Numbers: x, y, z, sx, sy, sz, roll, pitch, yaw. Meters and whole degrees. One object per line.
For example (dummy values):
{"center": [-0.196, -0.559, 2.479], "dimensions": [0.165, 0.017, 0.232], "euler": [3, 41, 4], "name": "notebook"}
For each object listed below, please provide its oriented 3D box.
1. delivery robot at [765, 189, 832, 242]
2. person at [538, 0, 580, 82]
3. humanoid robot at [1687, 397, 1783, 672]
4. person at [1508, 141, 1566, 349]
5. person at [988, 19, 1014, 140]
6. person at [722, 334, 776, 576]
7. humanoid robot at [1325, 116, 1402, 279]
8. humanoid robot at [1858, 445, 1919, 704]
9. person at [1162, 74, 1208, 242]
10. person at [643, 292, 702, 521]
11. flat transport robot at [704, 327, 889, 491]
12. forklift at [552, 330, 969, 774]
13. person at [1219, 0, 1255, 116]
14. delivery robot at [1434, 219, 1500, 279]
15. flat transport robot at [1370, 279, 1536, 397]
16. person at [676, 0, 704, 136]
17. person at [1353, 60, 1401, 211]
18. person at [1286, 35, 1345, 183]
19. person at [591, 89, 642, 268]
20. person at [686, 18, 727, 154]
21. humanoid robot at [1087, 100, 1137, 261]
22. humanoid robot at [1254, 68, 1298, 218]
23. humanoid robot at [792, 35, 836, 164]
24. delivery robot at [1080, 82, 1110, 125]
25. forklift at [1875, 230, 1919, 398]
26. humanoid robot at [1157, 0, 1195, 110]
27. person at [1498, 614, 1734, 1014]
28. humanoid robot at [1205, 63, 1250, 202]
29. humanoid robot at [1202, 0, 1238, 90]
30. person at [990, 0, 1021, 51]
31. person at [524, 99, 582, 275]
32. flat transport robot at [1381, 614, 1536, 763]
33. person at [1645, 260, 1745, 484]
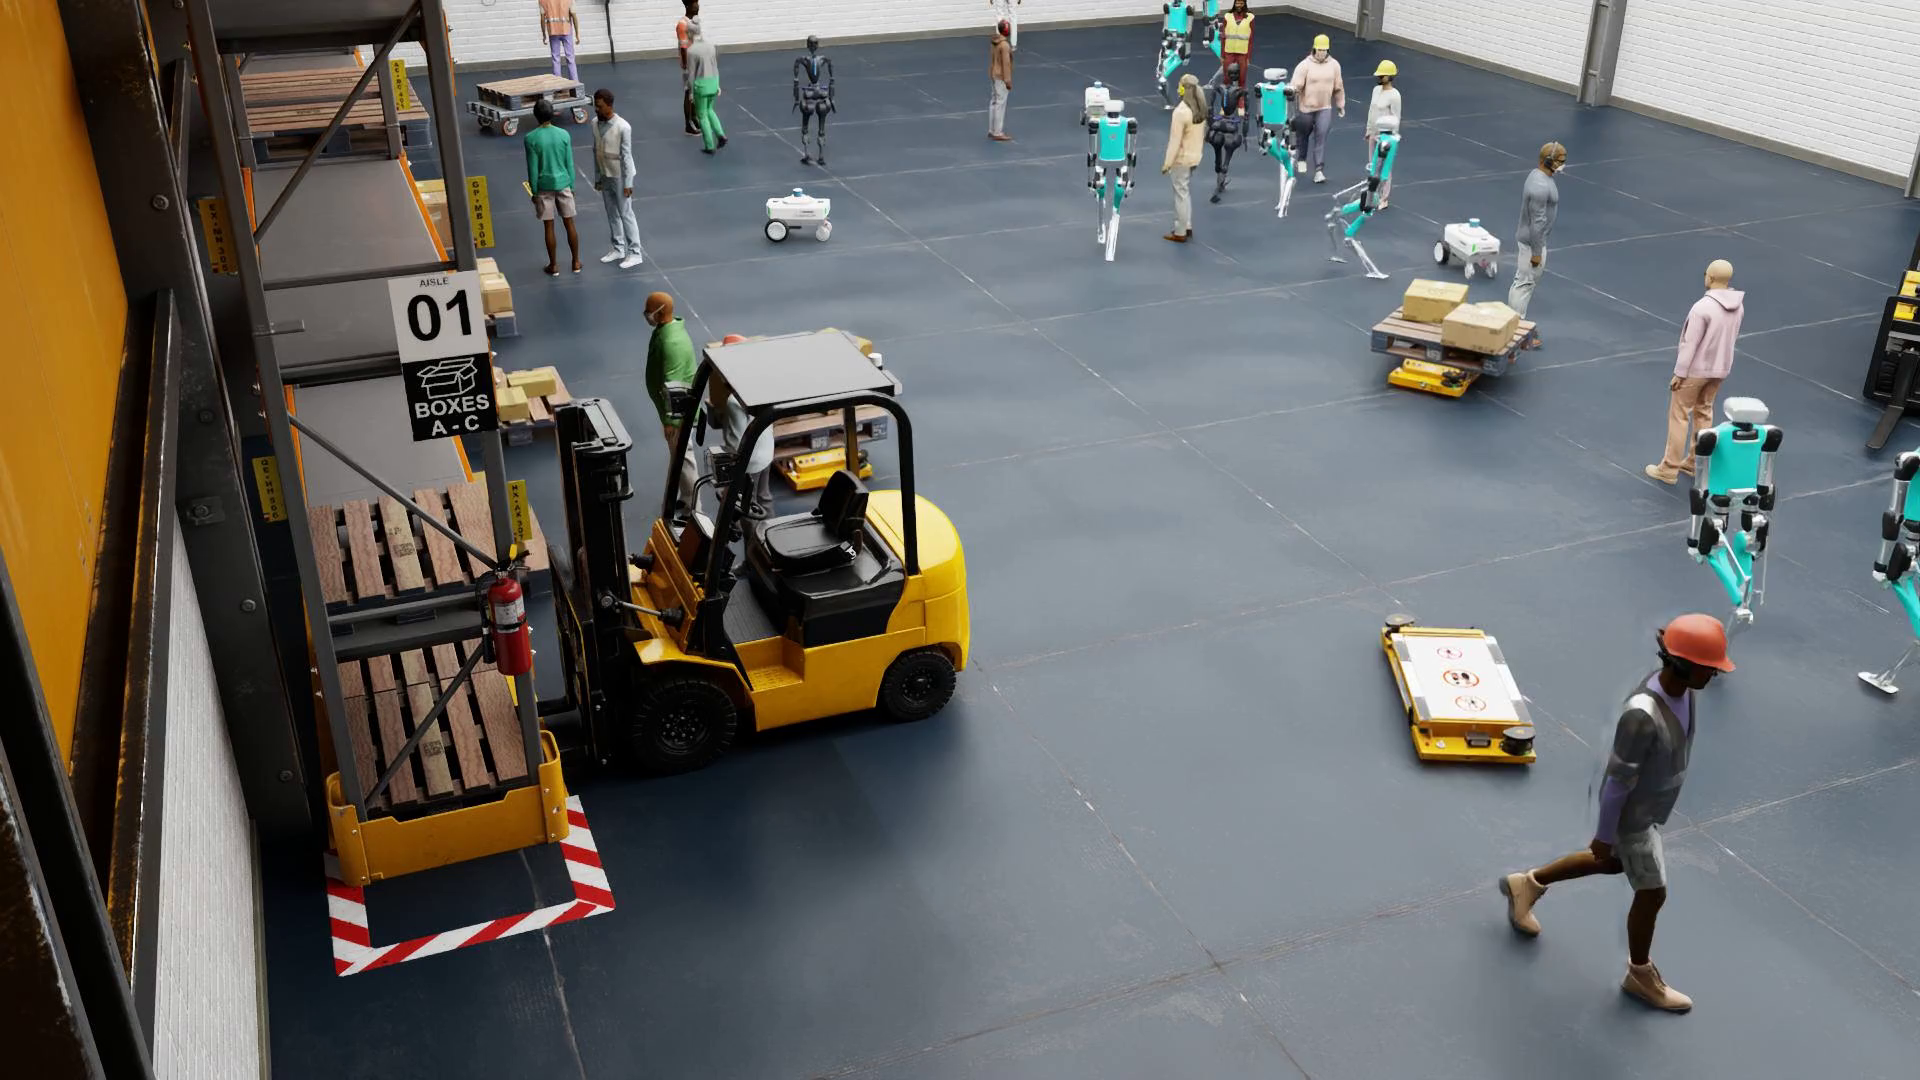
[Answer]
{"center": [-1.867, -3.720, 19.085], "dimensions": [0.813, 0.609, 0.499], "euler": [1, 27, 1], "name": "delivery robot"}
{"center": [-6.208, -7.844, 25.835], "dimensions": [0.568, 1.842, 0.373], "euler": [-4, 27, -8], "name": "person"}
{"center": [4.807, 0.074, 10.221], "dimensions": [0.538, 1.767, 0.893], "euler": [-3, 27, -5], "name": "humanoid robot"}
{"center": [5.425, -2.791, 15.688], "dimensions": [0.373, 1.935, 0.628], "euler": [7, 27, 13], "name": "person"}
{"center": [0.570, -6.428, 23.254], "dimensions": [0.330, 1.639, 0.481], "euler": [-10, 28, -19], "name": "person"}
{"center": [-1.477, -0.589, 11.522], "dimensions": [0.350, 1.739, 0.568], "euler": [8, 28, 15], "name": "person"}
{"center": [4.139, -3.613, 17.552], "dimensions": [0.876, 1.762, 0.565], "euler": [10, 28, 19], "name": "humanoid robot"}
{"center": [5.823, 0.253, 9.926], "dimensions": [0.547, 1.850, 0.759], "euler": [-5, 27, -10], "name": "humanoid robot"}
{"center": [2.513, -4.294, 18.749], "dimensions": [0.481, 1.872, 0.572], "euler": [19, 32, 32], "name": "person"}
{"center": [-2.096, -0.963, 12.228], "dimensions": [0.387, 1.779, 0.580], "euler": [-6, 27, -12], "name": "person"}
{"center": [-1.315, -0.795, 13.568], "dimensions": [0.659, 0.231, 1.431], "euler": [-13, 29, -24], "name": "flat transport robot"}
{"center": [-1.094, 0.010, 9.831], "dimensions": [2.313, 2.155, 1.214], "euler": [-10, 28, -20], "name": "forklift"}
{"center": [4.087, -7.182, 24.610], "dimensions": [0.469, 1.763, 0.361], "euler": [6, 27, 12], "name": "person"}
{"center": [5.520, -3.173, 17.969], "dimensions": [0.499, 0.585, 0.775], "euler": [-5, 27, -10], "name": "delivery robot"}
{"center": [4.512, -1.672, 15.313], "dimensions": [0.659, 0.231, 1.431], "euler": [17, 31, 30], "name": "flat transport robot"}
{"center": [-3.770, -6.724, 23.474], "dimensions": [0.362, 1.963, 0.611], "euler": [5, 27, 10], "name": "person"}
{"center": [5.053, -4.862, 19.990], "dimensions": [0.325, 1.768, 0.524], "euler": [-10, 28, -19], "name": "person"}
{"center": [4.538, -5.534, 21.273], "dimensions": [0.830, 1.809, 0.985], "euler": [0, 27, -1], "name": "person"}
{"center": [-3.711, -3.911, 17.948], "dimensions": [0.588, 1.909, 0.382], "euler": [22, 34, 36], "name": "person"}
{"center": [-3.474, -6.115, 22.404], "dimensions": [0.409, 1.831, 0.533], "euler": [20, 33, 34], "name": "person"}
{"center": [1.660, -4.048, 18.432], "dimensions": [0.536, 1.768, 0.969], "euler": [1, 27, 2], "name": "humanoid robot"}
{"center": [3.857, -4.742, 19.790], "dimensions": [0.555, 1.766, 0.817], "euler": [22, 34, 37], "name": "humanoid robot"}
{"center": [-1.926, -5.822, 22.003], "dimensions": [0.588, 1.640, 0.442], "euler": [-7, 28, -14], "name": "humanoid robot"}
{"center": [2.014, -6.400, 24.397], "dimensions": [0.499, 0.592, 0.774], "euler": [1, 27, 3], "name": "delivery robot"}
{"center": [9.029, -2.397, 14.618], "dimensions": [1.214, 2.155, 2.313], "euler": [18, 32, 32], "name": "forklift"}
{"center": [3.082, -7.190, 24.685], "dimensions": [0.551, 1.782, 0.836], "euler": [23, 34, 37], "name": "humanoid robot"}
{"center": [3.069, 1.181, 7.724], "dimensions": [0.956, 2.005, 0.617], "euler": [20, 33, 34], "name": "person"}
{"center": [3.288, -5.031, 20.455], "dimensions": [0.592, 1.630, 0.724], "euler": [17, 31, 30], "name": "humanoid robot"}
{"center": [4.183, -7.897, 26.140], "dimensions": [0.855, 1.846, 0.547], "euler": [11, 29, 21], "name": "humanoid robot"}
{"center": [0.806, -9.557, 29.200], "dimensions": [0.571, 1.884, 0.357], "euler": [-3, 27, -6], "name": "person"}
{"center": [-4.319, -3.726, 17.640], "dimensions": [0.495, 1.851, 0.403], "euler": [-11, 29, -20], "name": "person"}
{"center": [3.033, 0.898, 10.200], "dimensions": [0.659, 0.231, 1.431], "euler": [2, 27, 3], "name": "flat transport robot"}
{"center": [5.758, -1.290, 12.883], "dimensions": [0.537, 1.773, 0.413], "euler": [-13, 29, -24], "name": "person"}
